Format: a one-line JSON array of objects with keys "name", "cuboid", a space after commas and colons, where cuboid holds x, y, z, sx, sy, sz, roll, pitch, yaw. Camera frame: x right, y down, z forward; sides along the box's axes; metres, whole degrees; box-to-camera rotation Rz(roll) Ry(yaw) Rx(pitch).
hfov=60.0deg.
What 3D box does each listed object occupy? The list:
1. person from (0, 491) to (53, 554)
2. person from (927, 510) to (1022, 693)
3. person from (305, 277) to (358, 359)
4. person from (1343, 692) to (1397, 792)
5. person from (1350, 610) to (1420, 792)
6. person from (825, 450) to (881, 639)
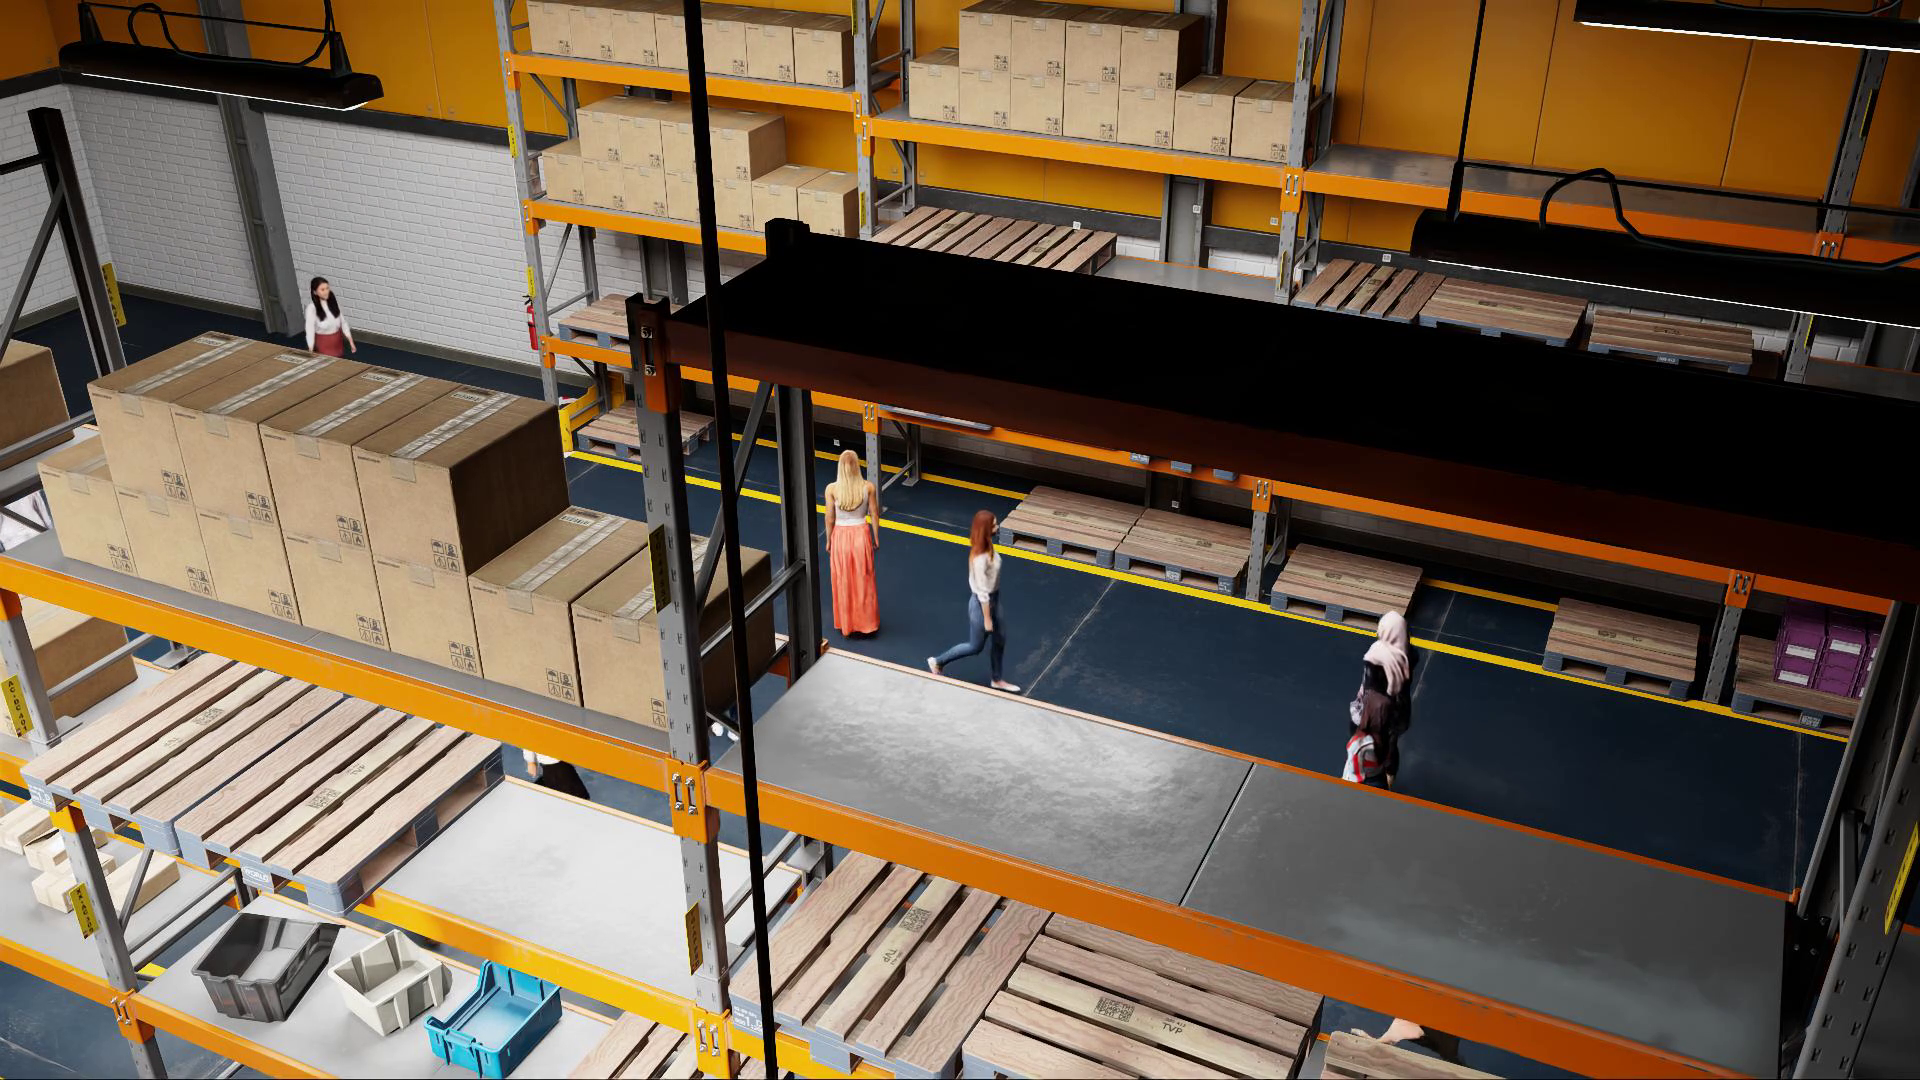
[{"name": "person", "cuboid": [-8.297, 0.001, 14.797, 1.073, 1.737, 0.773, 21, 35, 33]}, {"name": "person", "cuboid": [0.114, 0.544, 13.834, 1.048, 1.706, 0.677, 7, 29, 13]}, {"name": "person", "cuboid": [-7.132, -2.122, 18.735, 1.144, 1.694, 0.703, 17, 33, 28]}, {"name": "person", "cuboid": [2.865, 1.760, 11.702, 0.663, 1.613, 0.672, -18, 33, -29]}, {"name": "person", "cuboid": [3.257, 1.300, 12.540, 0.797, 1.618, 0.849, -13, 31, -22]}, {"name": "person", "cuboid": [-0.956, 0.037, 14.663, 0.678, 1.801, 0.788, -2, 29, -3]}]
